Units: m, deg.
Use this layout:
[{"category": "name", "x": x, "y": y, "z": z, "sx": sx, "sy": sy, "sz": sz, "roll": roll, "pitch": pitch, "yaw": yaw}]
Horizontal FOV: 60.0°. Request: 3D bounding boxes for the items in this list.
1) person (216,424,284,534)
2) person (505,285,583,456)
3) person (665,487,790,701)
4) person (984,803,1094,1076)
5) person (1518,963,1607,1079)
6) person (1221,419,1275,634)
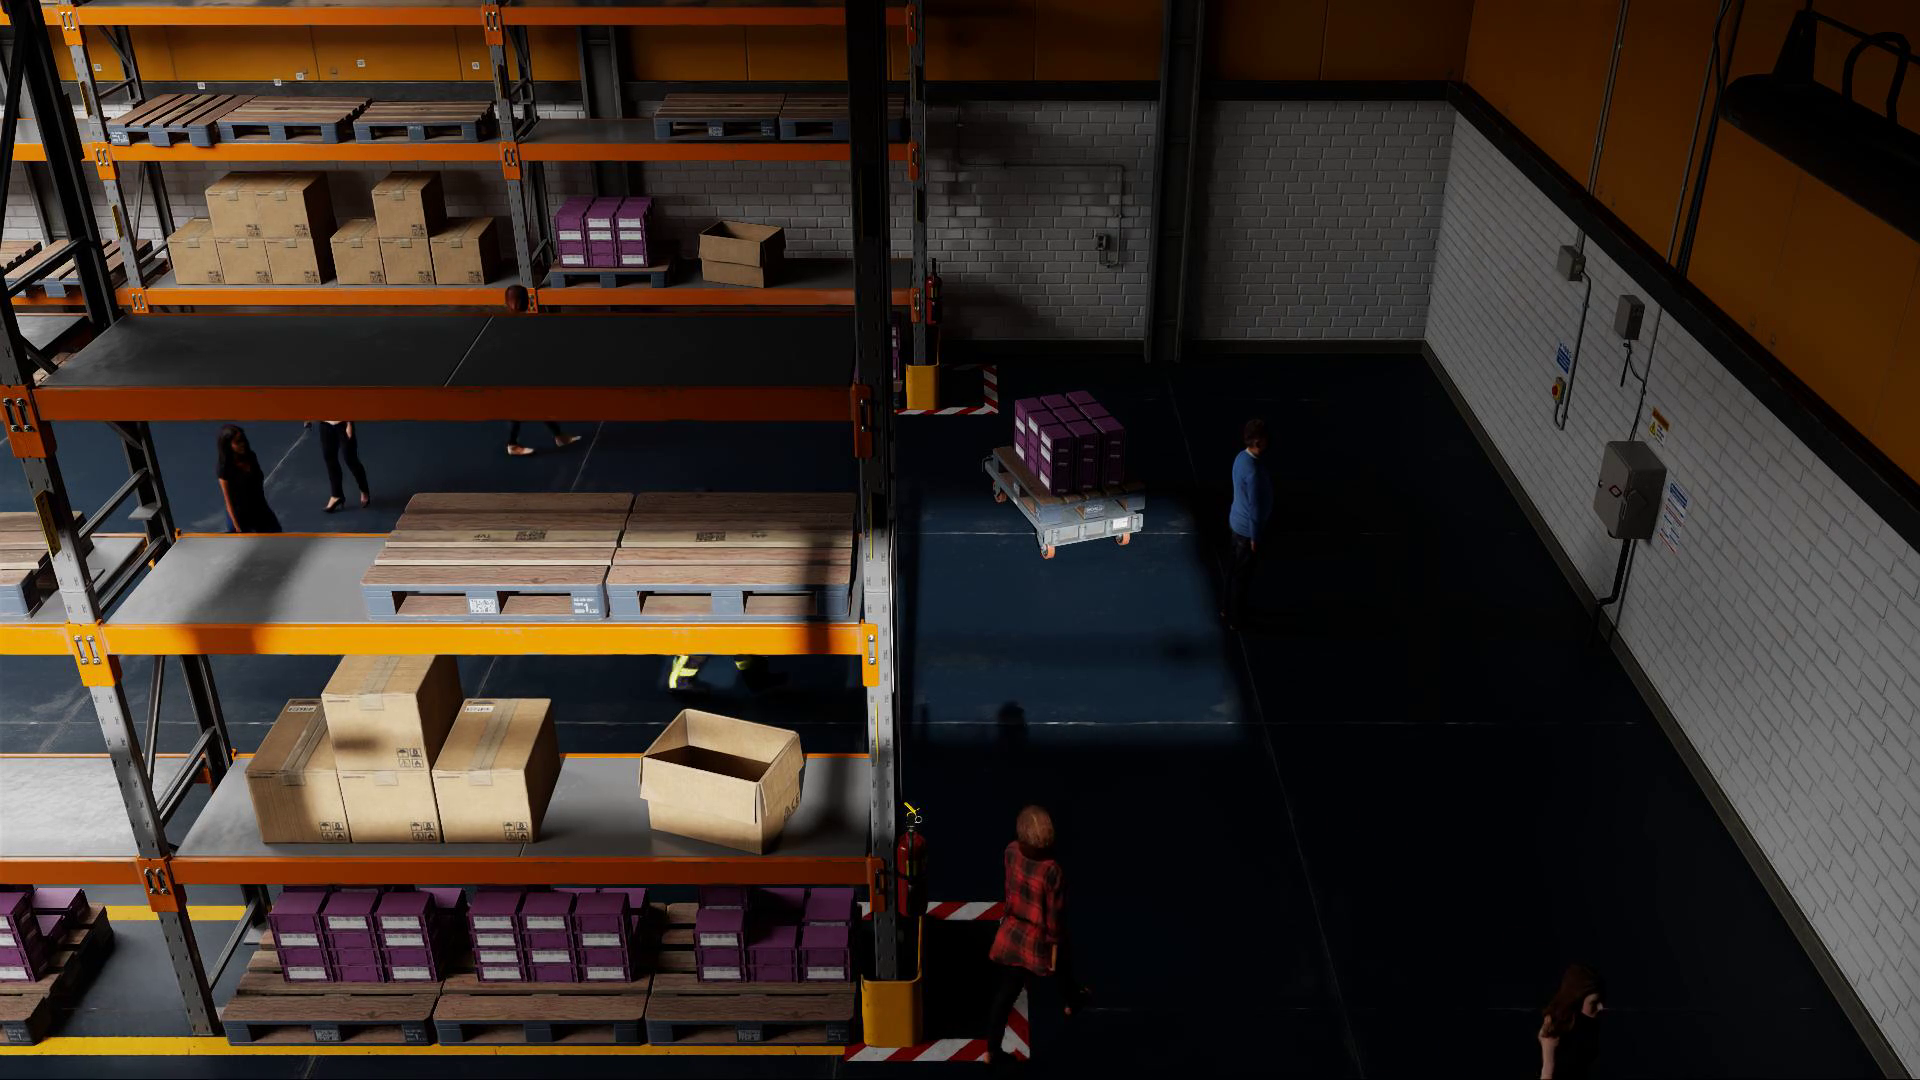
[{"category": "person", "x": -5.843, "y": -0.164, "z": 13.520, "sx": 0.986, "sy": 1.715, "sz": 0.834, "roll": 13, "pitch": 31, "yaw": 23}, {"category": "person", "x": -4.327, "y": -1.616, "z": 16.138, "sx": 0.984, "sy": 1.758, "sz": 0.697, "roll": -4, "pitch": 29, "yaw": -7}, {"category": "person", "x": -1.936, "y": 0.436, "z": 12.351, "sx": 1.133, "sy": 1.783, "sz": 0.737, "roll": 0, "pitch": 29, "yaw": 0}, {"category": "person", "x": 0.337, "y": 2.243, "z": 9.185, "sx": 1.153, "sy": 1.641, "sz": 1.108, "roll": -25, "pitch": 38, "yaw": -38}, {"category": "person", "x": 2.832, "y": 2.728, "z": 8.236, "sx": 1.103, "sy": 1.698, "sz": 0.996, "roll": -14, "pitch": 32, "yaw": -24}, {"category": "person", "x": 2.303, "y": -0.137, "z": 13.361, "sx": 0.563, "sy": 1.820, "sz": 0.657, "roll": -1, "pitch": 29, "yaw": -2}]
